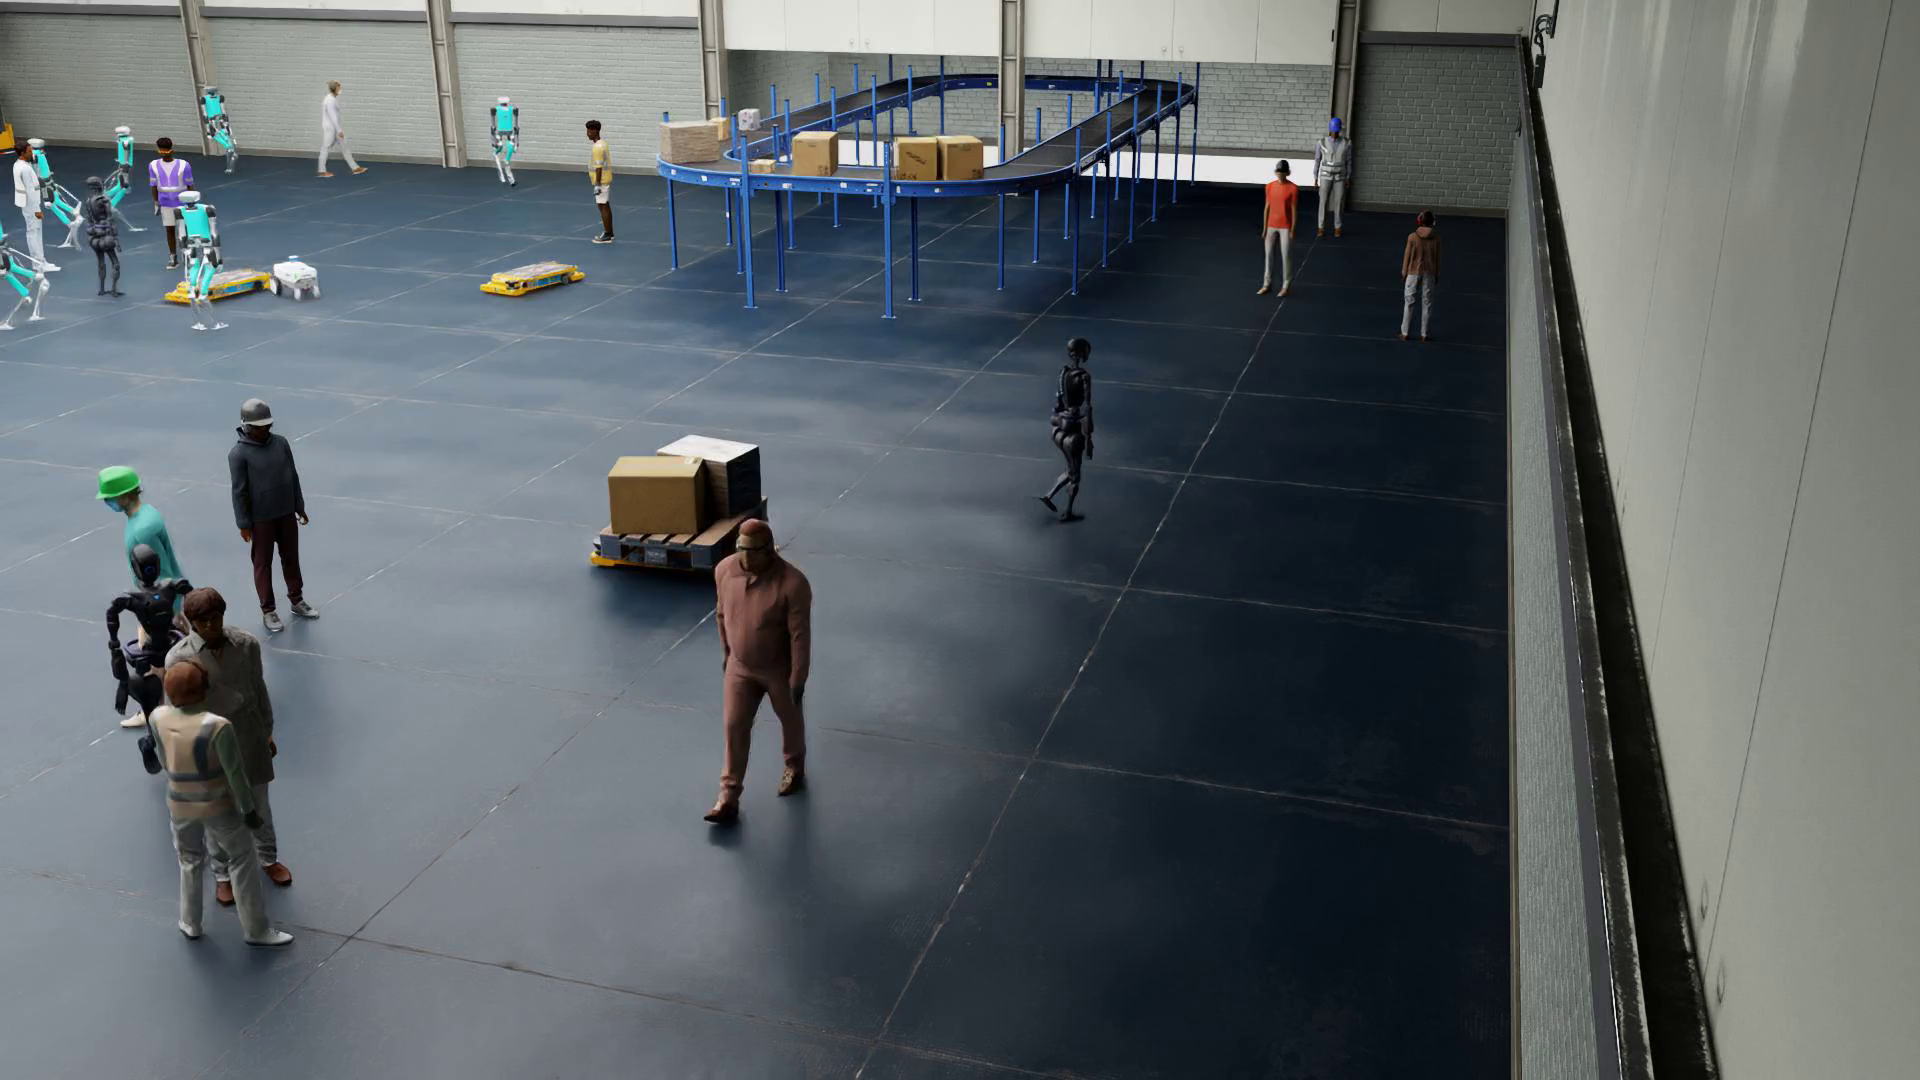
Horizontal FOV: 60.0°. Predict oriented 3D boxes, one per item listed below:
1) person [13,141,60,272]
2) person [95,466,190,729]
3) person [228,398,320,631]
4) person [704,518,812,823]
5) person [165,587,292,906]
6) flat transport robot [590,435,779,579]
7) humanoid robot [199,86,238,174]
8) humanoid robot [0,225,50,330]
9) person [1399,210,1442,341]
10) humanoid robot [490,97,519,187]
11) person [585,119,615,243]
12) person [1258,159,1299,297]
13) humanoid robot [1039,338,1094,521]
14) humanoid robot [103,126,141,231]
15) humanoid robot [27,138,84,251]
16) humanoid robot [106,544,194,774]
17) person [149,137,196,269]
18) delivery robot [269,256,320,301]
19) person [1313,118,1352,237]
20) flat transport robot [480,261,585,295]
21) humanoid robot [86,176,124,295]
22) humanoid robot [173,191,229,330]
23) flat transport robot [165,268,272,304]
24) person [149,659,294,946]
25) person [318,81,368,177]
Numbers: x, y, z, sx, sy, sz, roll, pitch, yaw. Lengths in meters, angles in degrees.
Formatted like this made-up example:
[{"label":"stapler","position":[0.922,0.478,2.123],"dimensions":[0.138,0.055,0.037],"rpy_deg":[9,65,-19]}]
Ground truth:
[{"label":"person","position":[-13.837,-4.968,24.771],"dimensions":[0.397,1.920,0.587],"rpy_deg":[-15,26,-34]},{"label":"person","position":[-5.278,0.339,11.131],"dimensions":[0.839,1.834,0.544],"rpy_deg":[-10,23,-25]},{"label":"person","position":[-5.211,-0.207,12.580],"dimensions":[0.380,1.806,0.548],"rpy_deg":[15,26,34]},{"label":"person","position":[-1.212,0.777,9.945],"dimensions":[0.668,1.863,0.935],"rpy_deg":[7,22,19]},{"label":"person","position":[-4.009,1.112,9.122],"dimensions":[0.517,1.830,0.363],"rpy_deg":[-17,27,-37]},{"label":"flat transport robot","position":[-2.310,0.074,13.987],"dimensions":[1.431,0.231,0.659],"rpy_deg":[6,22,14]},{"label":"humanoid robot","position":[-14.740,-8.156,33.318],"dimensions":[0.767,1.791,0.536],"rpy_deg":[13,25,30]},{"label":"humanoid robot","position":[-12.142,-3.593,21.477],"dimensions":[0.781,1.783,0.545],"rpy_deg":[-8,23,-20]},{"label":"person","position":[5.774,-3.303,20.827],"dimensions":[0.464,1.647,0.317],"rpy_deg":[3,21,8]},{"label":"humanoid robot","position":[-8.788,-7.660,32.050],"dimensions":[0.552,1.749,1.039],"rpy_deg":[-10,23,-25]},{"label":"person","position":[-5.807,-5.796,26.868],"dimensions":[0.372,1.959,0.602],"rpy_deg":[-1,21,-3]},{"label":"person","position":[4.435,-4.340,23.172],"dimensions":[0.481,1.904,0.432],"rpy_deg":[13,24,30]},{"label":"humanoid robot","position":[0.961,-0.976,14.741],"dimensions":[0.394,1.643,0.601],"rpy_deg":[-10,23,-24]},{"label":"humanoid robot","position":[-14.096,-5.960,27.611],"dimensions":[0.906,1.759,0.551],"rpy_deg":[-6,22,-16]},{"label":"humanoid robot","position":[-14.141,-5.373,26.230],"dimensions":[0.761,1.899,0.546],"rpy_deg":[-5,22,-14]},{"label":"humanoid robot","position":[-4.956,0.766,10.262],"dimensions":[0.498,1.639,0.609],"rpy_deg":[18,28,39]},{"label":"person","position":[-11.770,-5.047,24.922],"dimensions":[0.603,1.958,0.375],"rpy_deg":[-5,22,-13]},{"label":"delivery robot","position":[-9.326,-3.675,23.336],"dimensions":[0.814,0.611,0.499],"rpy_deg":[20,28,41]},{"label":"person","position":[6.117,-5.960,27.332],"dimensions":[0.617,1.932,0.416],"rpy_deg":[1,21,4]},{"label":"flat transport robot","position":[-6.143,-3.767,23.948],"dimensions":[0.659,0.231,1.431],"rpy_deg":[13,24,30]},{"label":"humanoid robot","position":[-11.962,-4.235,23.208],"dimensions":[0.584,1.650,0.334],"rpy_deg":[11,24,27]},{"label":"humanoid robot","position":[-9.808,-3.551,21.327],"dimensions":[0.563,1.745,0.773],"rpy_deg":[0,21,1]},{"label":"flat transport robot","position":[-10.395,-3.581,23.467],"dimensions":[0.659,0.231,1.431],"rpy_deg":[11,24,26]},{"label":"person","position":[-3.918,1.395,8.696],"dimensions":[0.751,1.622,0.339],"rpy_deg":[5,22,14]},{"label":"person","position":[-12.463,-8.194,33.201],"dimensions":[1.008,1.875,0.632],"rpy_deg":[-3,21,-8]}]
